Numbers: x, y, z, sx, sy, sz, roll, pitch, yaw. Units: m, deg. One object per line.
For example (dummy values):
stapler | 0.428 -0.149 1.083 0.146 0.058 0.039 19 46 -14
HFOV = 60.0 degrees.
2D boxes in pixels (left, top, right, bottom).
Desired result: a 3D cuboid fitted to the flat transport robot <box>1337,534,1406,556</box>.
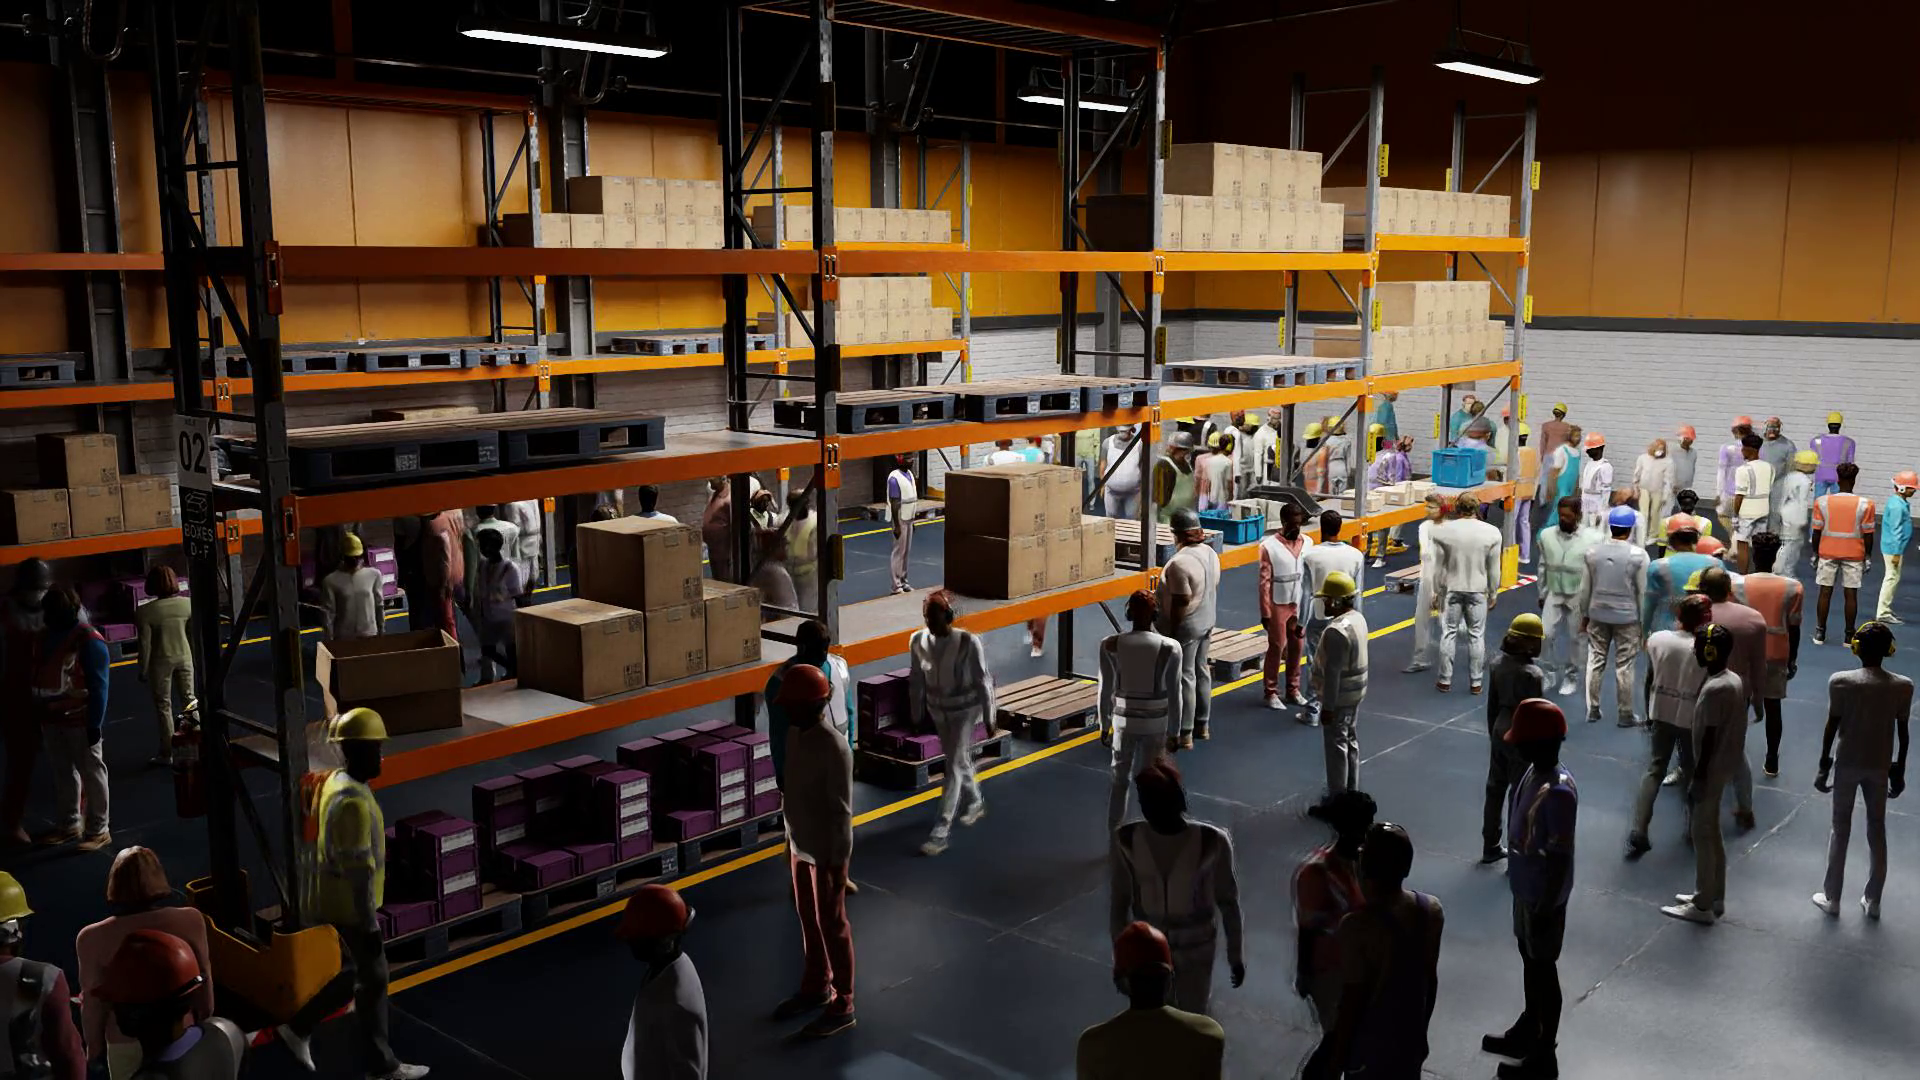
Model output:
flat transport robot | 5.518 0.005 23.526 0.652 0.197 1.431 -7 12 -37

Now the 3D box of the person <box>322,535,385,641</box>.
person | -5.196 0.817 14.327 0.540 1.717 0.897 -6 11 -31

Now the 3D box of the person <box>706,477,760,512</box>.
person | -2.589 -0.071 19.154 0.654 1.898 0.397 -3 10 -20

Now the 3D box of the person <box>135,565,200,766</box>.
person | -6.401 1.009 13.467 0.277 1.636 0.507 8 12 38

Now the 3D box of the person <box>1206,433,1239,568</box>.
person | 3.351 -0.486 21.829 0.738 1.840 0.572 -3 10 -19

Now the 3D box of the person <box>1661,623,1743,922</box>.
person | 4.626 1.432 10.303 0.350 1.856 0.519 7 12 35

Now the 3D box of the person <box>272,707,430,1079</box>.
person | -3.018 1.773 8.145 0.629 1.893 0.618 -4 10 -21

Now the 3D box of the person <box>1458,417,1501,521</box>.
person | 7.023 -0.711 22.527 1.040 2.000 0.687 -4 10 -22

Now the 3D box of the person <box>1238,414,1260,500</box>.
person | 4.463 -1.079 25.645 0.518 1.715 0.646 1 10 7

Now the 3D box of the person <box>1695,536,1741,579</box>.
person | 6.498 0.813 14.406 0.617 1.702 0.795 1 10 8

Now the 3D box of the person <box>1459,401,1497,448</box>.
person | 7.939 -1.178 25.626 0.630 1.940 0.372 -3 10 -17

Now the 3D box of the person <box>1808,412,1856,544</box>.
person | 12.514 -0.882 23.920 0.587 1.918 0.396 5 11 30

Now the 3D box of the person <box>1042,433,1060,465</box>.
person | 1.511 -1.412 27.322 0.387 1.838 0.563 -3 10 -18

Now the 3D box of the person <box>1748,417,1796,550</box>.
person | 11.378 -0.787 23.421 0.648 1.902 0.400 6 11 32

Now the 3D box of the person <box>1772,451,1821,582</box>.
person | 10.505 -0.278 20.902 0.561 1.709 0.502 1 10 7

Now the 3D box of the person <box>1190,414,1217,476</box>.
person | 3.700 -1.189 25.447 0.407 2.028 0.620 -8 13 -41

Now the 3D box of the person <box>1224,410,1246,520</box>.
person | 4.119 -1.058 25.106 0.350 1.879 0.579 -1 10 -3

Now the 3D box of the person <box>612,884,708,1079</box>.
person | -1.131 2.146 6.333 0.336 1.748 0.573 -3 10 -18

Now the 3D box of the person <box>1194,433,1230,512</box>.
person | 3.441 -0.588 22.667 0.545 1.732 0.754 2 10 11

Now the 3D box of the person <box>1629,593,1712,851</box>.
person | 4.958 1.270 11.516 0.940 1.831 0.590 -8 13 -40

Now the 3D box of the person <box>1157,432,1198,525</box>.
person | 2.675 -0.335 20.285 0.650 2.000 0.695 7 12 37

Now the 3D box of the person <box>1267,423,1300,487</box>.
person | 4.789 -0.890 24.640 0.537 1.688 0.326 -2 10 -14

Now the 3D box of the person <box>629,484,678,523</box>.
person | -3.029 0.394 16.304 0.594 1.916 0.387 -2 10 -14

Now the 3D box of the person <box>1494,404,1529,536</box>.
person | 8.230 -1.058 24.795 0.703 1.968 0.639 -5 11 -27

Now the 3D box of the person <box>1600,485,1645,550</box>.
person | 7.254 0.197 18.334 0.496 1.619 0.536 -9 13 -43

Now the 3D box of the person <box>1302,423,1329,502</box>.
person | 4.809 -0.680 22.829 0.470 1.893 0.696 -1 10 -7

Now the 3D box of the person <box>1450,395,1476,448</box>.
person | 8.292 -1.431 27.239 0.642 1.905 0.399 -6 11 -33

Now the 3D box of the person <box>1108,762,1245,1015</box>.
person | 0.978 1.896 7.623 0.605 1.829 0.958 3 10 19

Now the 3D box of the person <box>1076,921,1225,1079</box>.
person | 0.662 2.213 5.954 0.561 1.742 0.337 -2 10 -11

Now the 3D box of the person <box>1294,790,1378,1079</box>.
person | 1.777 1.959 7.672 0.532 1.678 0.396 -9 13 -43

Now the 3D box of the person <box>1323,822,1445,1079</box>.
person | 1.702 2.032 6.735 0.505 1.847 0.346 -5 11 -28

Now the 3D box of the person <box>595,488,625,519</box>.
person | -4.257 -0.200 20.173 0.633 1.801 0.523 -4 10 -24

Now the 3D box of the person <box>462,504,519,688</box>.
person | -4.447 0.465 15.780 0.394 1.949 0.602 8 13 41

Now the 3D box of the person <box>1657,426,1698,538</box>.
person | 10.432 -0.791 24.011 0.565 1.702 0.867 -3 10 -16

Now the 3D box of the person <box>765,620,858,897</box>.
person | -0.927 1.399 10.581 0.630 1.831 0.429 -9 13 -42

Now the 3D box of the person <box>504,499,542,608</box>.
person | -4.639 0.125 17.849 0.374 1.934 0.551 2 10 12

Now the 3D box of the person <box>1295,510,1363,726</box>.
person | 3.230 0.687 14.588 0.599 1.909 0.401 -3 10 -16

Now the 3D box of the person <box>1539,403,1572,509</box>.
person | 9.826 -1.384 27.407 0.532 1.757 0.340 7 12 37

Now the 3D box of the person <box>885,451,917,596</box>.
person | -0.705 -0.217 20.161 0.378 1.844 0.569 3 10 17

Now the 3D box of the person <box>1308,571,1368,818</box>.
person | 2.770 1.132 12.194 0.404 1.824 0.586 5 11 27

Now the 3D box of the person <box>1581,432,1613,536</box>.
person | 7.988 -0.400 21.007 0.367 1.930 0.542 -1 10 -5

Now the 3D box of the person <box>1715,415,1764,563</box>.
person | 10.504 -0.672 22.400 0.611 2.015 0.598 -1 10 -6

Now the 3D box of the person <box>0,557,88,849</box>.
person | -6.471 1.098 11.728 0.697 2.000 0.537 -8 12 -40
